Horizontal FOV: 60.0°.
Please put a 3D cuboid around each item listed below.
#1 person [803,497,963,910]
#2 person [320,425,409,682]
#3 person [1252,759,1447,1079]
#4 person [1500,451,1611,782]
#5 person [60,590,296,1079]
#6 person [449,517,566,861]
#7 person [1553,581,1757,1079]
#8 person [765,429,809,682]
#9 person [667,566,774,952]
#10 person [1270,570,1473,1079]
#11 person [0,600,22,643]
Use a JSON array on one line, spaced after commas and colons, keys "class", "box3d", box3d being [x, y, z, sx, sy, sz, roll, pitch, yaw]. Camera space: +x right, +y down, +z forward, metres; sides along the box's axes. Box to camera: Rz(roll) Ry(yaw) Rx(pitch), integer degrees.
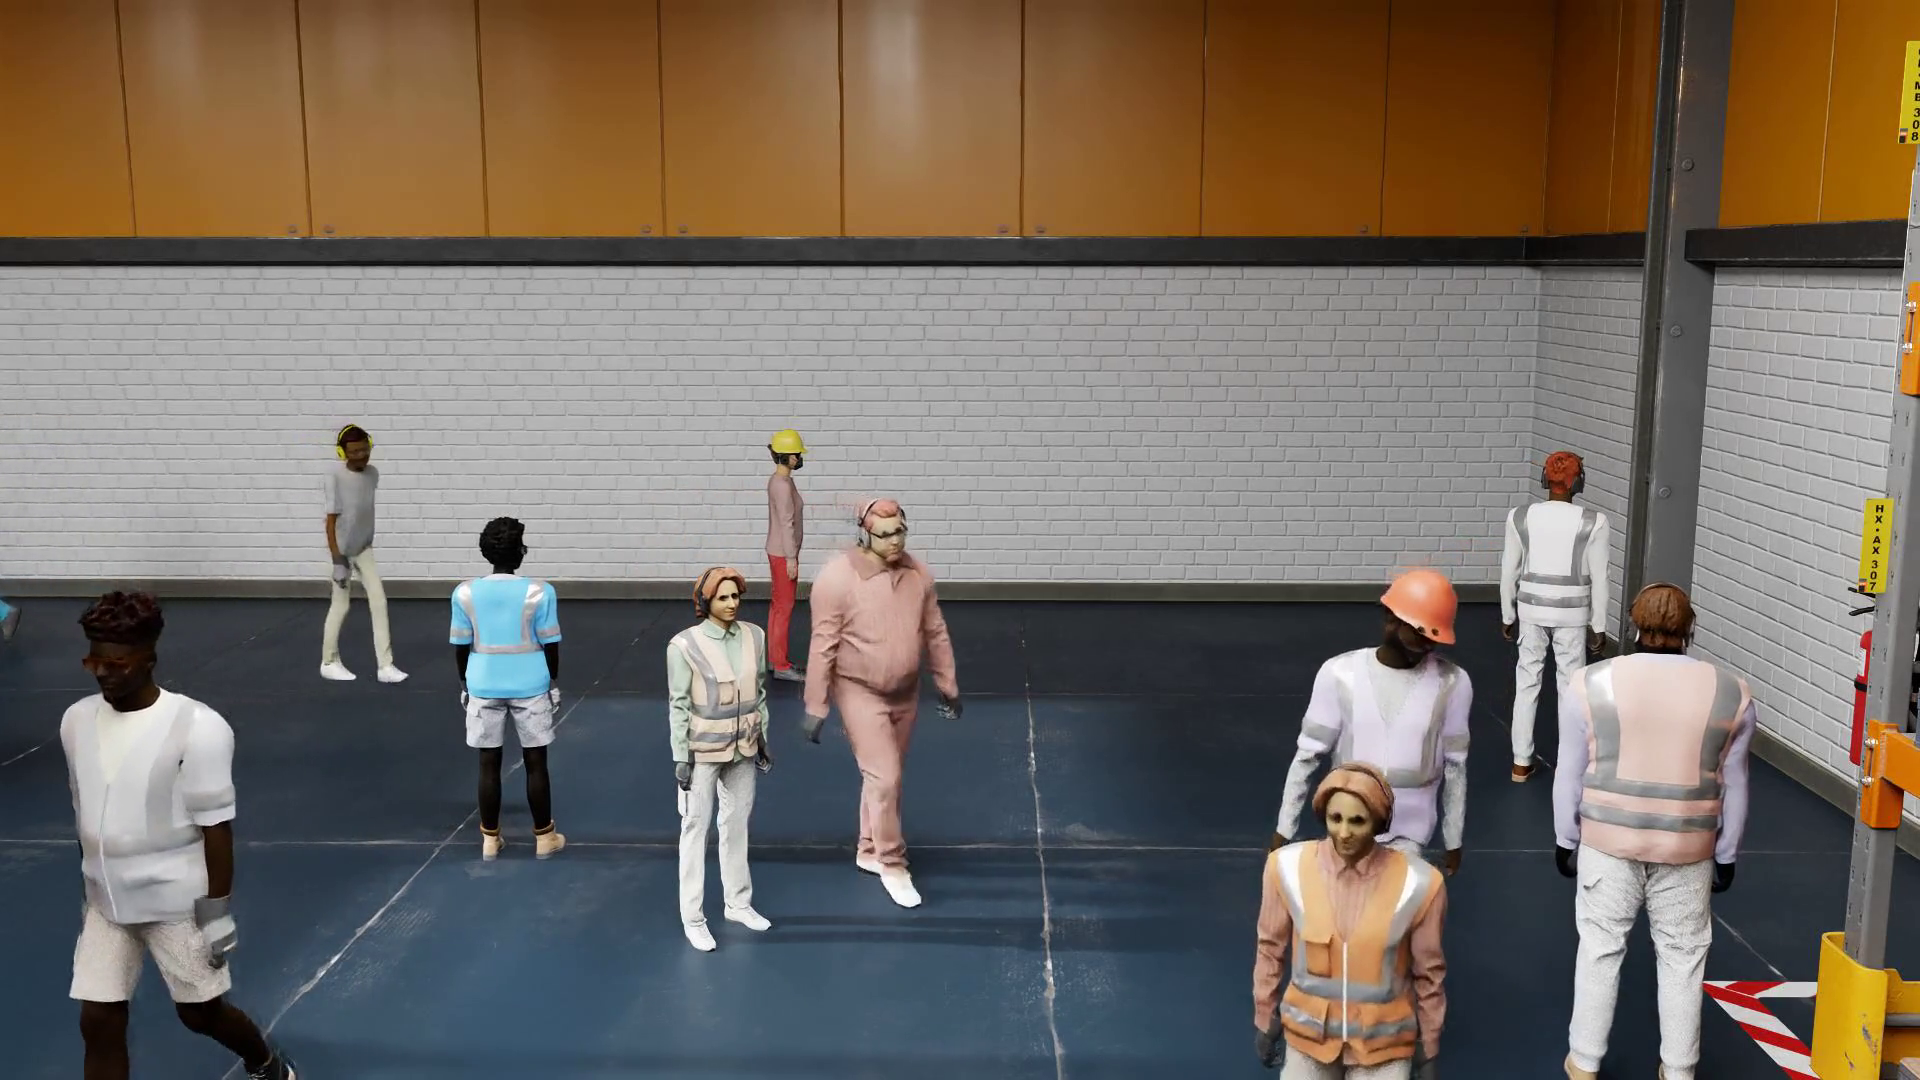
[{"class": "person", "box3d": [-0.303, 0.725, 7.608, 0.788, 1.867, 0.738, -9, 13, -42]}, {"class": "person", "box3d": [-4.157, 0.111, 11.467, 0.875, 1.820, 0.540, 5, 11, 29]}, {"class": "person", "box3d": [1.079, 1.359, 4.615, 0.519, 1.612, 0.677, 4, 10, 20]}, {"class": "person", "box3d": [3.316, 0.443, 9.288, 0.583, 1.882, 0.337, 6, 11, 33]}, {"class": "person", "box3d": [-2.529, 1.093, 5.245, 0.636, 1.947, 0.802, 3, 10, 15]}, {"class": "person", "box3d": [-2.202, 0.729, 8.124, 0.536, 1.699, 0.322, 0, 9, 0]}, {"class": "person", "box3d": [2.392, 1.052, 5.799, 0.630, 1.835, 0.429, 3, 10, 16]}, {"class": "person", "box3d": [-1.206, 0.104, 11.674, 0.313, 1.767, 0.534, -2, 10, -13]}, {"class": "person", "box3d": [-1.030, 0.920, 7.159, 0.309, 1.641, 0.513, 9, 13, 43]}, {"class": "person", "box3d": [1.474, 1.009, 5.972, 0.662, 1.864, 0.933, 3, 10, 17]}, {"class": "person", "box3d": [-7.382, -0.013, 12.233, 0.683, 1.821, 0.576, -7, 12, -35]}]
